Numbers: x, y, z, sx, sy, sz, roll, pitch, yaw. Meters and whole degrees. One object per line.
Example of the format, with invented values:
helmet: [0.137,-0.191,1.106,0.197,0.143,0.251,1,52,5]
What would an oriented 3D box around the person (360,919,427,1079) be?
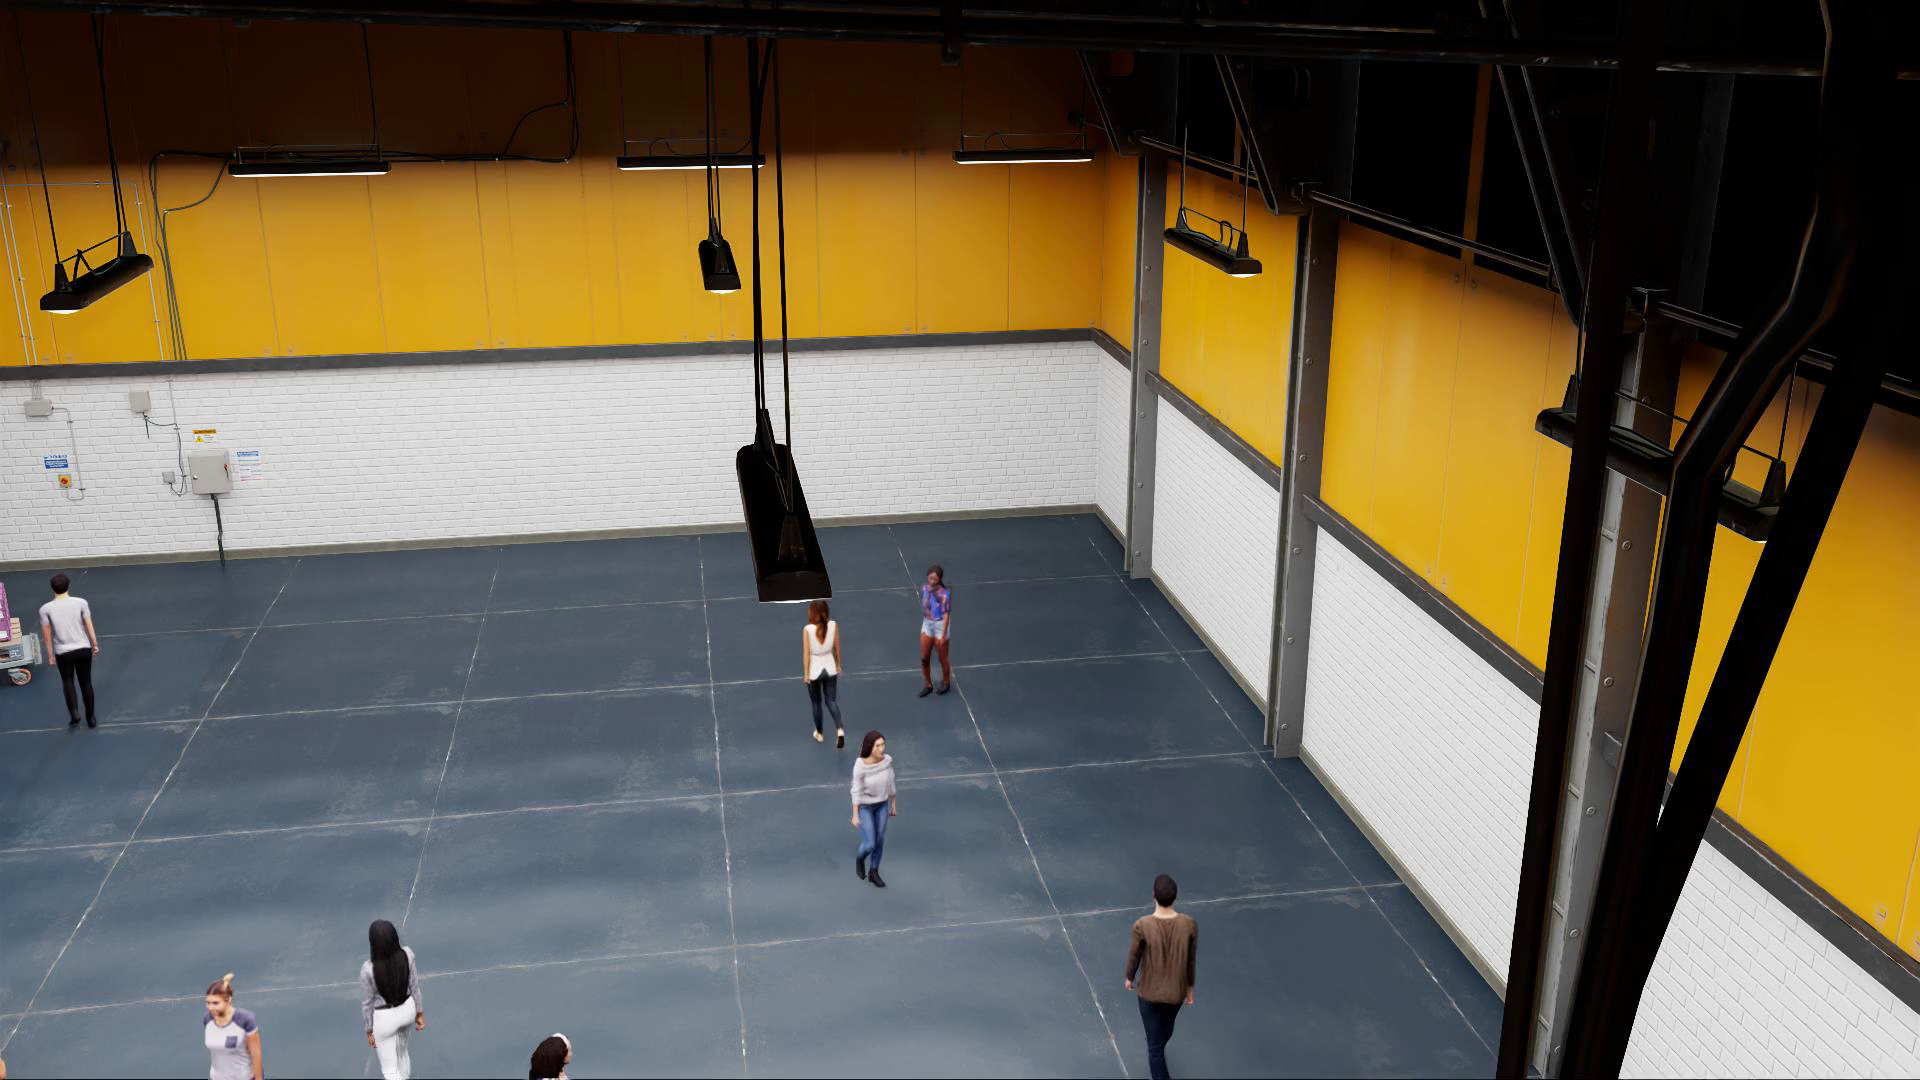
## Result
person: [-4.190,3.649,12.419,0.947,1.700,1.119,-16,24,-39]

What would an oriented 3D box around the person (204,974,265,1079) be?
person: [-5.161,3.851,11.996,0.770,1.588,1.069,2,19,5]

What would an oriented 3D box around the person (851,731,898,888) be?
person: [-0.883,2.543,15.833,0.733,1.619,0.765,-13,23,-34]

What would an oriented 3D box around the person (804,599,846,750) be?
person: [-1.509,1.520,18.635,0.754,1.769,1.003,-9,21,-24]

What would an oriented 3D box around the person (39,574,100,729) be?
person: [-10.198,1.315,19.118,0.758,1.850,0.752,-9,20,-24]

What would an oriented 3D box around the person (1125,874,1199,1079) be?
person: [1.555,3.488,12.682,0.665,1.840,1.107,-3,19,-8]

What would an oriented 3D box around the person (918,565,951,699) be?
person: [-0.258,1.081,20.035,0.829,1.708,0.894,15,24,38]
